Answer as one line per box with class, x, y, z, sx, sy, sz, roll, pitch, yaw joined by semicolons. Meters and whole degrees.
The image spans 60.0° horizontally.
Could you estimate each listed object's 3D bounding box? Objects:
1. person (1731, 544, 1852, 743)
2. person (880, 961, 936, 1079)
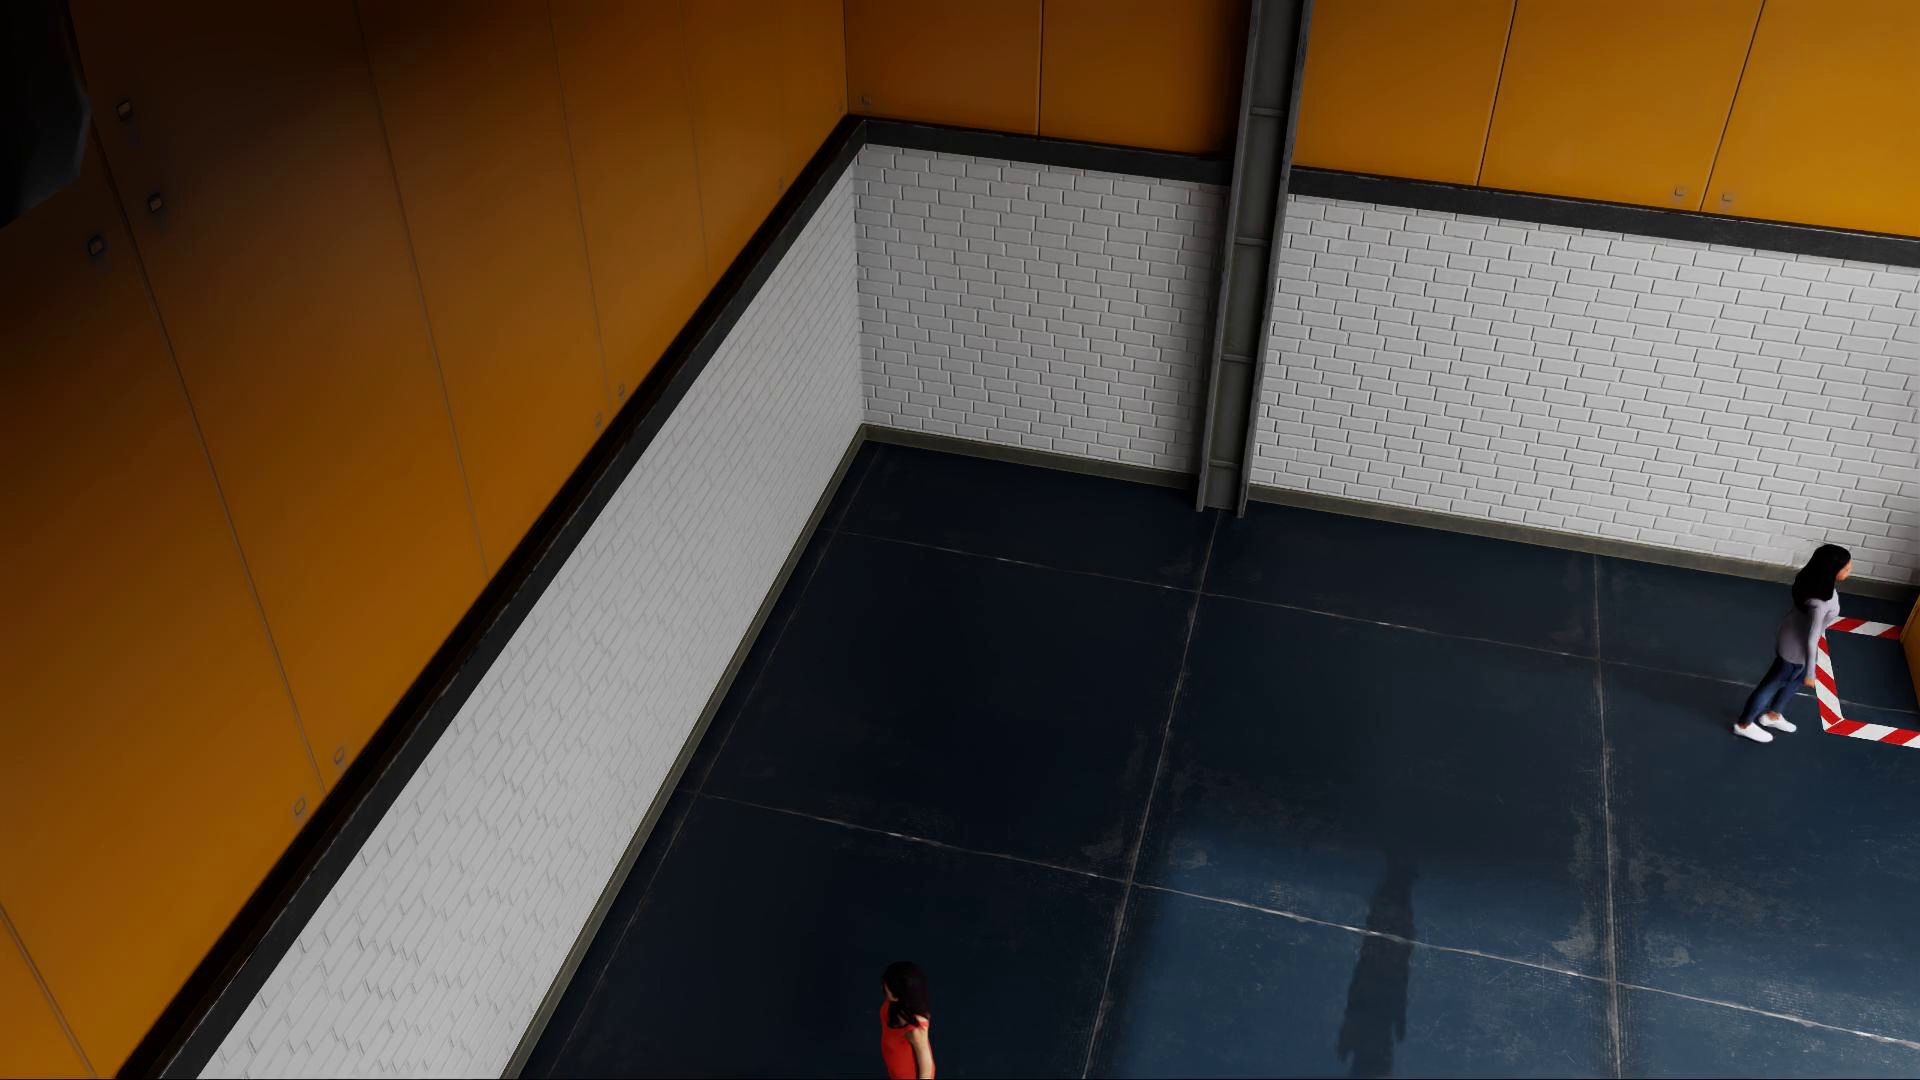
person;5.550;0.702;11.274;0.669;1.724;0.669;12;40;15
person;-0.264;2.753;8.712;0.696;1.718;0.667;-12;40;-15
